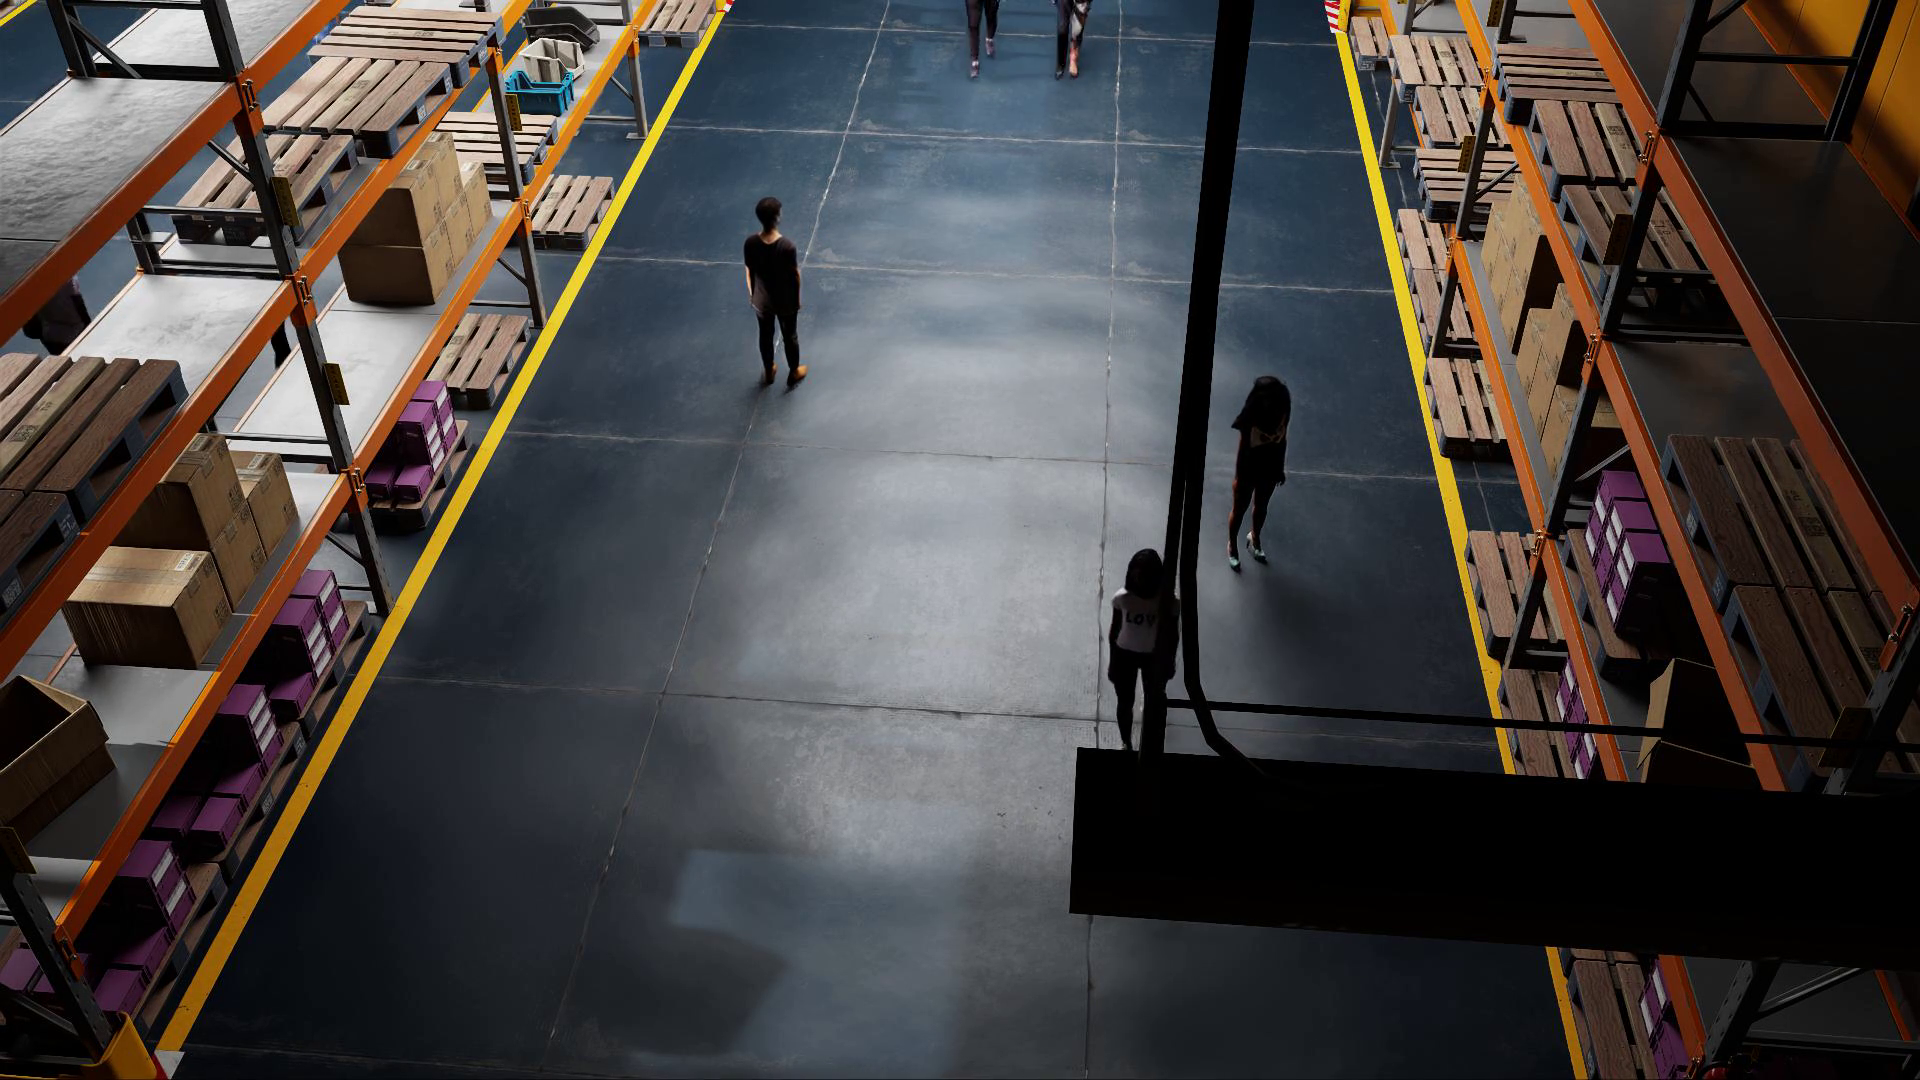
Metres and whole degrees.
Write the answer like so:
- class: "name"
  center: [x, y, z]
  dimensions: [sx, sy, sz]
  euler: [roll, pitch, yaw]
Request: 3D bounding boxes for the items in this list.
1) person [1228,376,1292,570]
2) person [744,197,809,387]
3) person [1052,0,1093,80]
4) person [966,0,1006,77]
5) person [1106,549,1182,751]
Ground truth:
- class: "person"
  center: [2.171, -0.504, 12.155]
  dimensions: [0.658, 1.625, 0.690]
  euler: [-14, 41, -17]
- class: "person"
  center: [-1.565, -2.086, 14.065]
  dimensions: [0.639, 1.714, 0.580]
  euler: [8, 39, 10]
- class: "person"
  center: [1.332, -6.296, 19.210]
  dimensions: [0.685, 1.871, 0.698]
  euler: [6, 39, 7]
- class: "person"
  center: [0.282, -6.441, 19.465]
  dimensions: [0.730, 1.779, 1.268]
  euler: [0, 39, 0]
- class: "person"
  center: [1.140, 0.711, 10.518]
  dimensions: [0.625, 1.767, 0.708]
  euler: [7, 39, 8]
